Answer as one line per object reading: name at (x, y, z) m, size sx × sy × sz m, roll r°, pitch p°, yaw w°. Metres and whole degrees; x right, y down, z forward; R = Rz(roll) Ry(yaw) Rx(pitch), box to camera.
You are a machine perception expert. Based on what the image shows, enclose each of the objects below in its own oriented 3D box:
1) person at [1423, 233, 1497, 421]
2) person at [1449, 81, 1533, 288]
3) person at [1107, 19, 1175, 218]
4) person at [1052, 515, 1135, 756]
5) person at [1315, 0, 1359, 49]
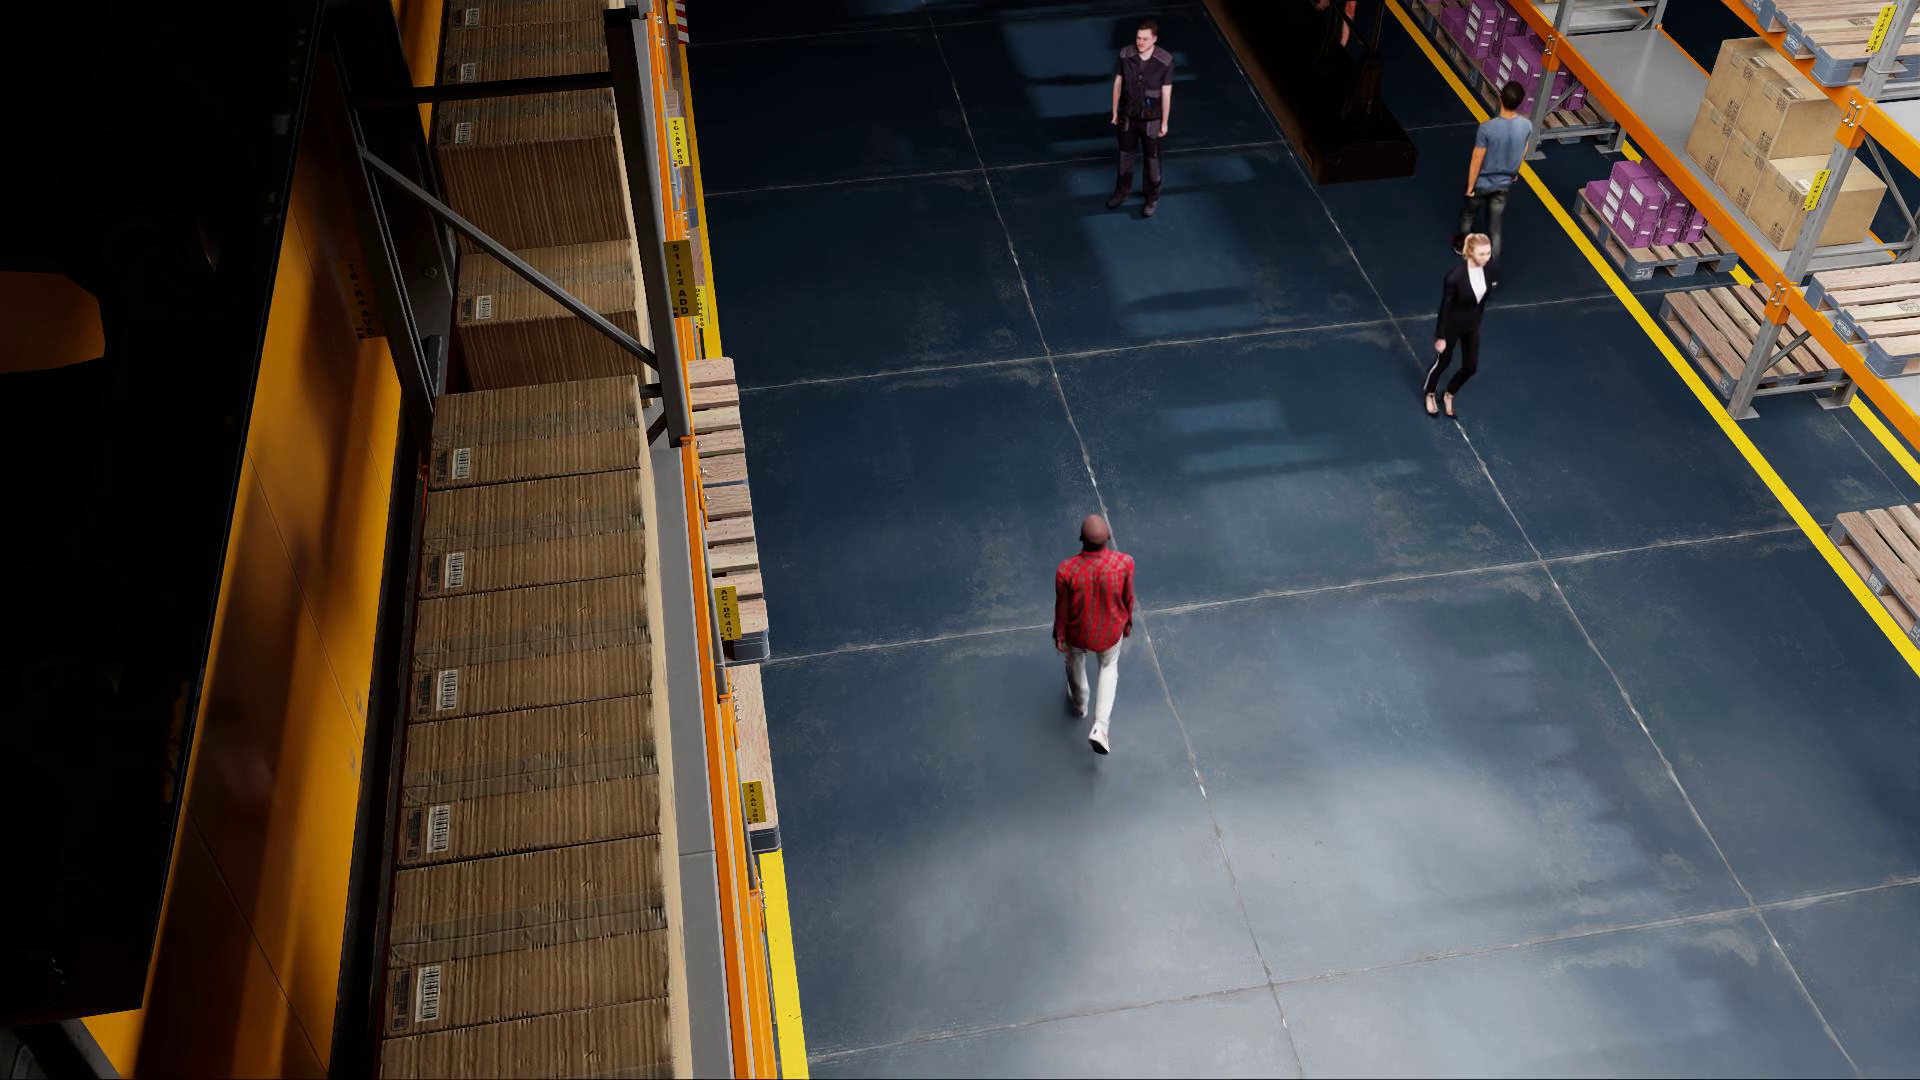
person at (3.772, -1.663, 12.737) m, size 0.679 × 1.690 × 0.647 m, roll -14°, pitch 45°, yaw -14°
person at (4.533, -2.970, 14.050) m, size 0.725 × 1.771 × 1.179 m, roll -4°, pitch 44°, yaw -4°
person at (1.626, -3.786, 14.852) m, size 0.793 × 1.846 × 0.800 m, roll 18°, pitch 46°, yaw 18°
person at (0.835, 0.591, 10.291) m, size 0.789 × 1.800 × 1.059 m, roll 1°, pitch 44°, yaw 1°
person at (3.892, -5.831, 17.043) m, size 0.609 × 1.784 × 1.064 m, roll -8°, pitch 44°, yaw -8°
